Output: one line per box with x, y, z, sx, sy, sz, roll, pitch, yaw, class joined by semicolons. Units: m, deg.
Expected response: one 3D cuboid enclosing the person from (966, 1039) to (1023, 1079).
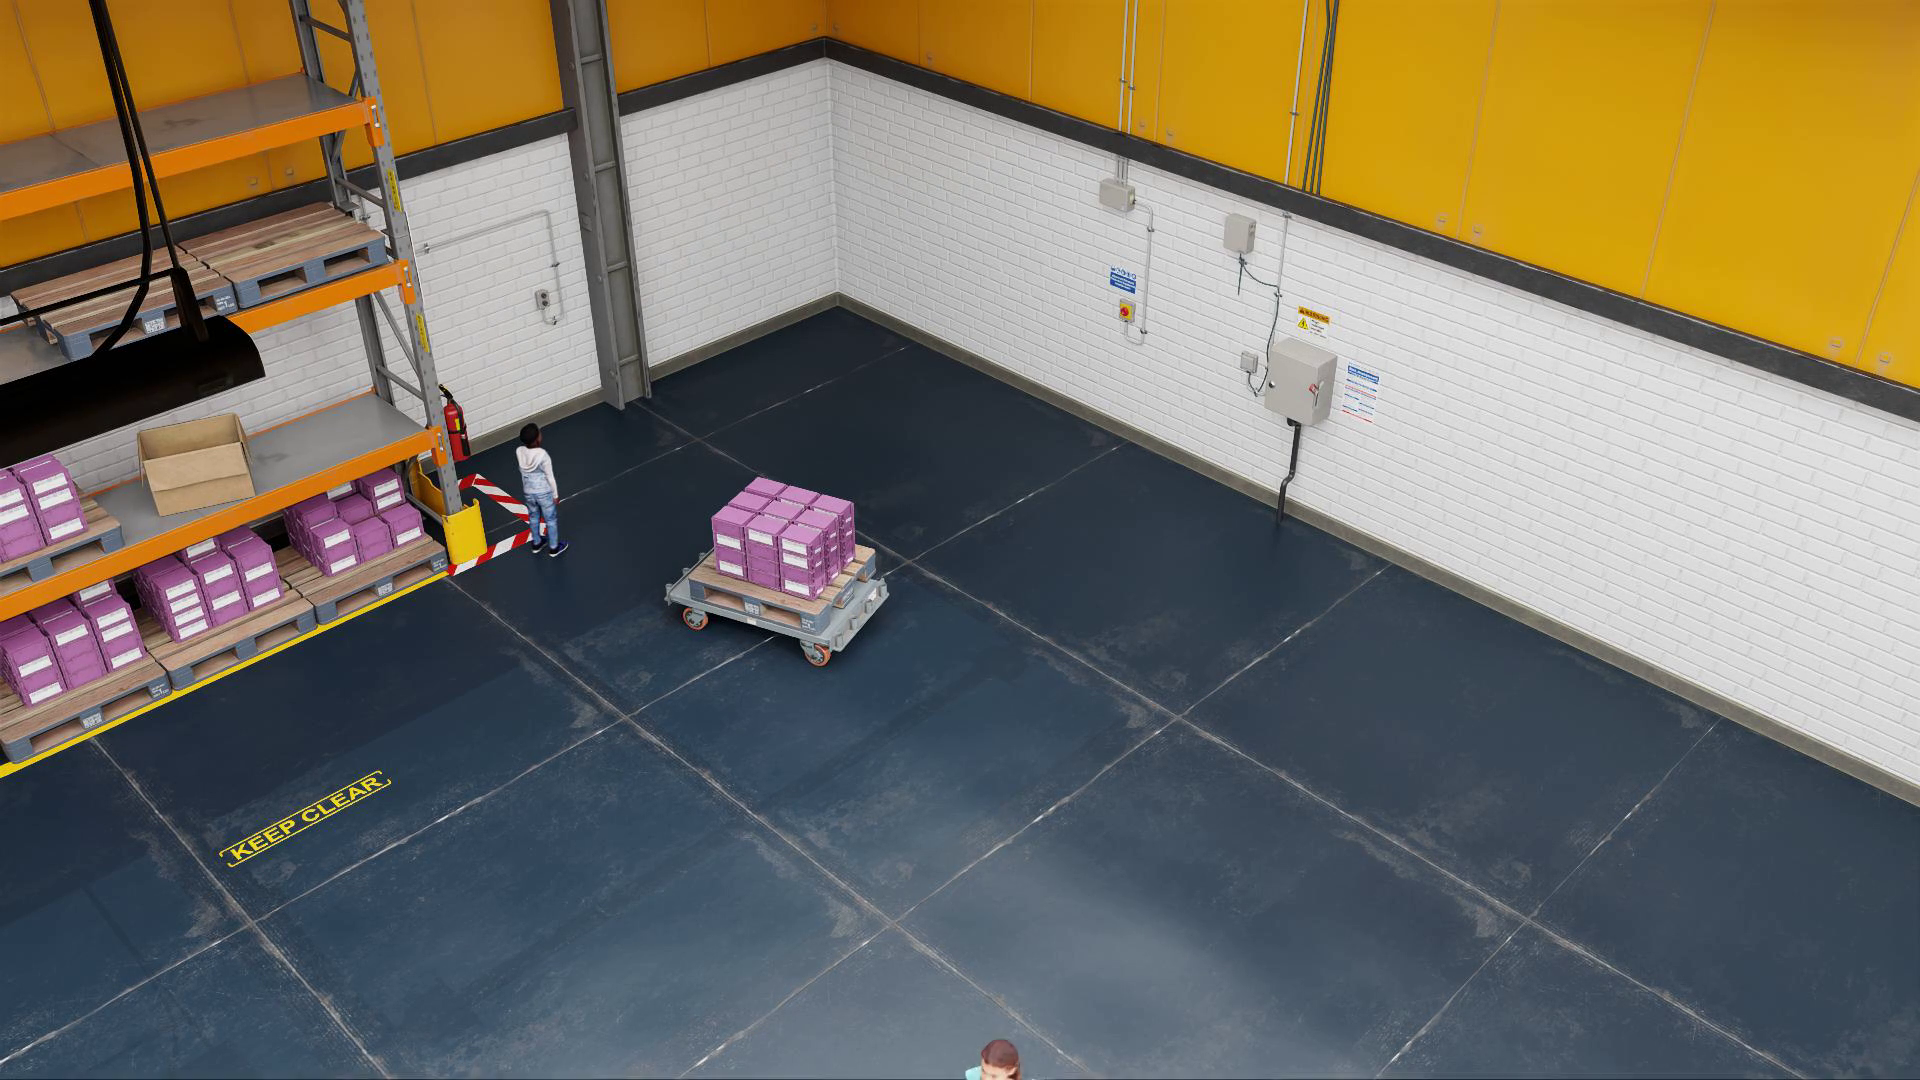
0.224;3.120;8.726;0.604;1.555;0.629;20;38;27;person

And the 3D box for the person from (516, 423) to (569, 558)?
-3.640;-0.437;14.344;0.543;1.258;0.581;10;35;15;person
